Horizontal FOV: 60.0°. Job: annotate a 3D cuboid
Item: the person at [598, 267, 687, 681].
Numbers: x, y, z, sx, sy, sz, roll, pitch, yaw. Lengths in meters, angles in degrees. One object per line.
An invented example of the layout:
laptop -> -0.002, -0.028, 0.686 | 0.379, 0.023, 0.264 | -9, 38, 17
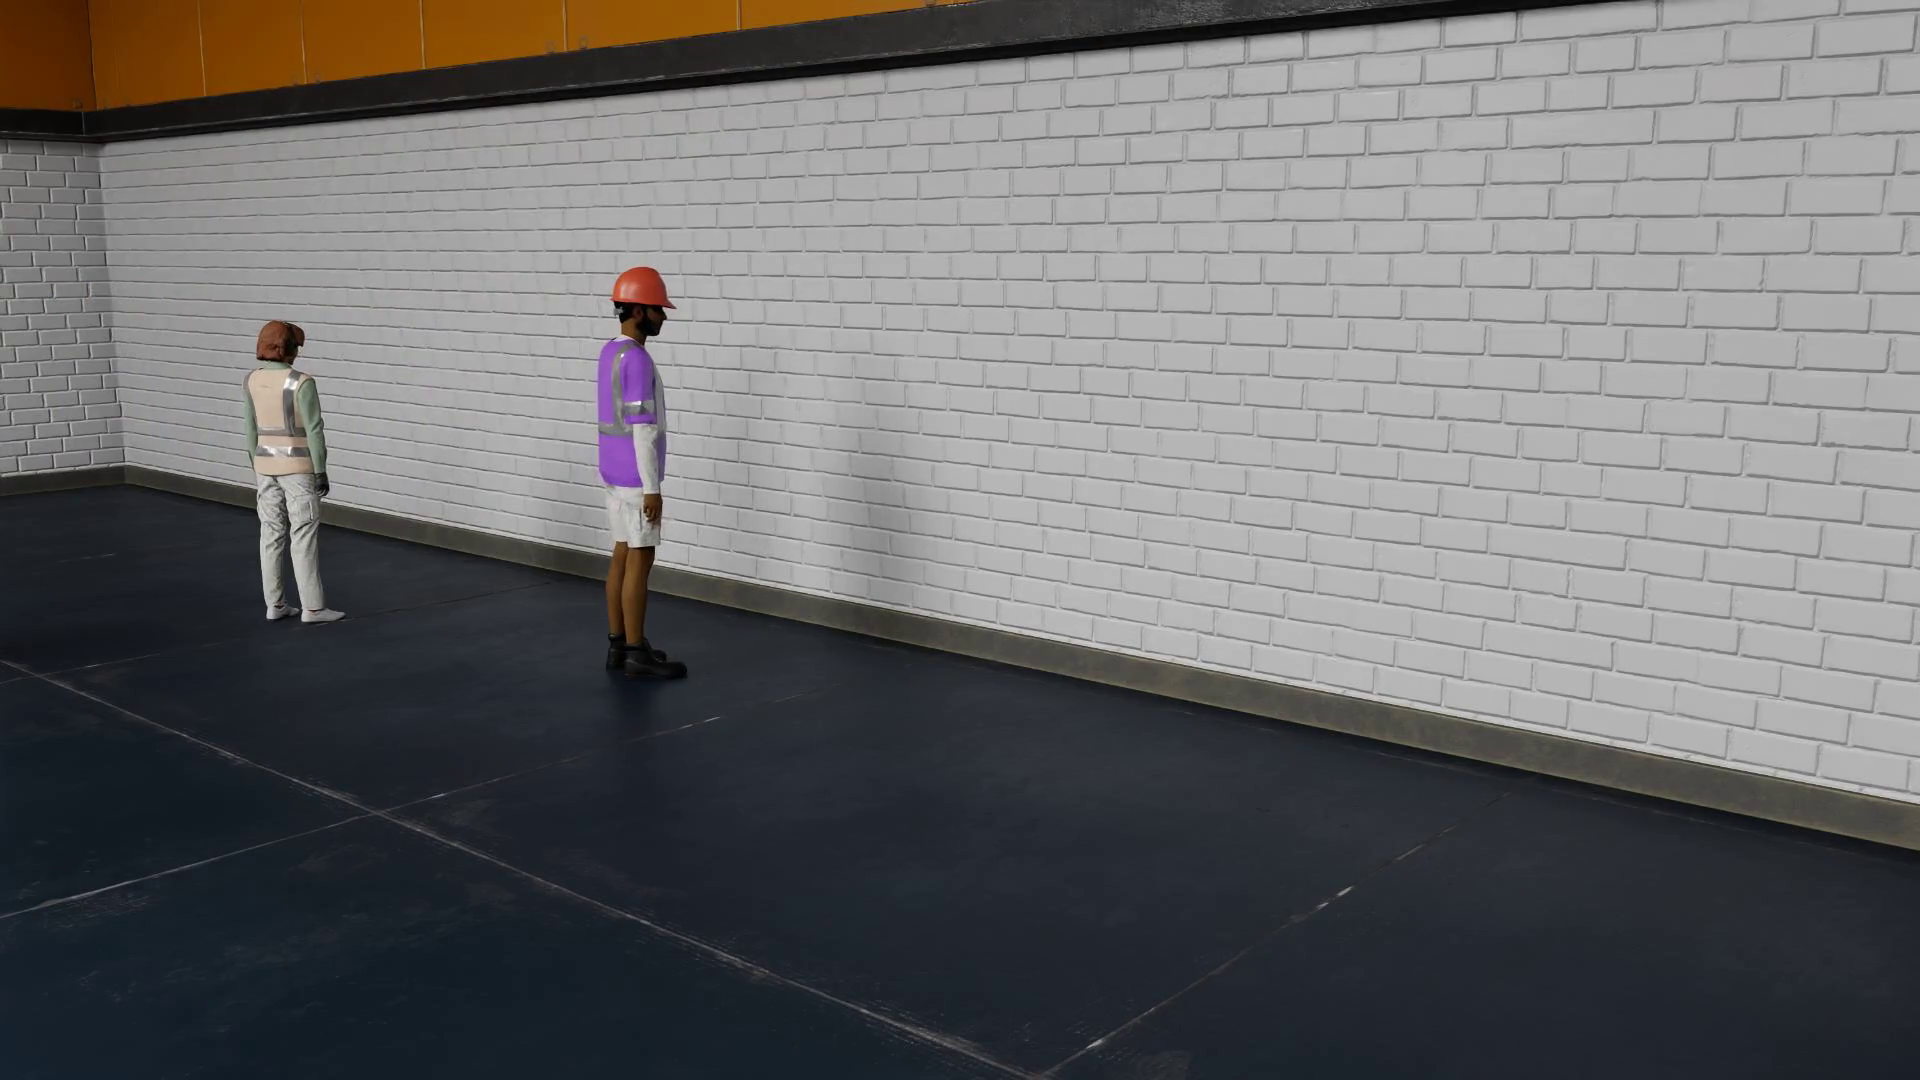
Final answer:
person -> -1.501, -0.309, 7.843 | 0.377, 1.932, 0.552 | -5, 11, -27

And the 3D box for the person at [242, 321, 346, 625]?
person -> -3.613, -0.355, 8.951 | 0.510, 1.639, 0.308 | 4, 11, 22
